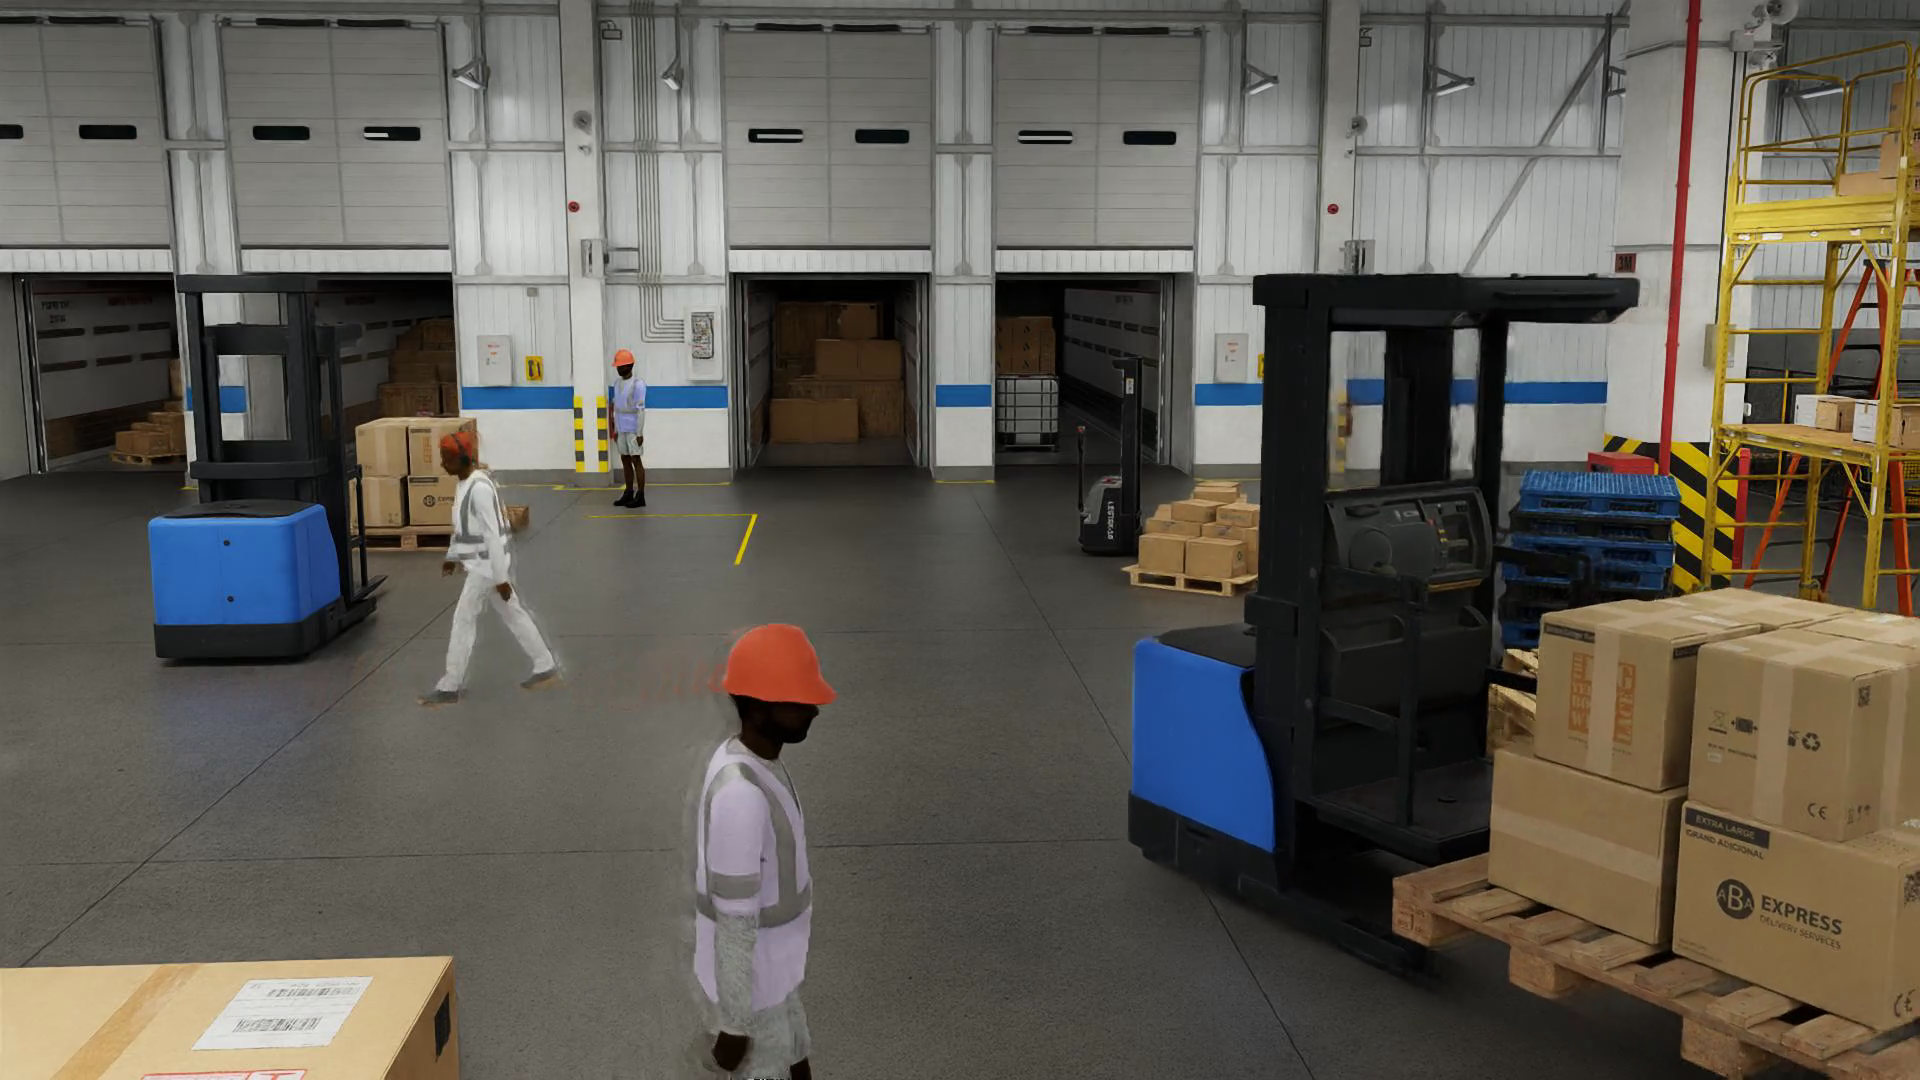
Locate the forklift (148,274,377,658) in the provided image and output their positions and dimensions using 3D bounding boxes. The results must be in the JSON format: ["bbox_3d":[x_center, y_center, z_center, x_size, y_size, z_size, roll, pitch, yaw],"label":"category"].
[{"bbox_3d":[-5.348,-0.627,12.681,1.129,2.768,1.873,-1,9,-4],"label":"forklift"}]

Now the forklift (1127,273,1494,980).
[{"bbox_3d":[1.718,0.211,7.421,1.129,2.768,1.873,-6,11,-32],"label":"forklift"}]

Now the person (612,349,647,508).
[{"bbox_3d":[-4.041,-1.351,20.222,0.543,1.929,0.384,8,12,43],"label":"person"}]

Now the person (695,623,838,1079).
[{"bbox_3d":[-0.635,1.160,4.509,0.703,1.914,0.543,-1,9,-5],"label":"person"}]

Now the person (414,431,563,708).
[{"bbox_3d":[-3.124,0.165,11.029,0.976,1.830,0.715,-3,10,-20],"label":"person"}]

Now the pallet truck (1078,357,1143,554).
[{"bbox_3d":[2.088,-0.836,16.757,1.885,1.965,0.823,2,9,13],"label":"pallet truck"}]
